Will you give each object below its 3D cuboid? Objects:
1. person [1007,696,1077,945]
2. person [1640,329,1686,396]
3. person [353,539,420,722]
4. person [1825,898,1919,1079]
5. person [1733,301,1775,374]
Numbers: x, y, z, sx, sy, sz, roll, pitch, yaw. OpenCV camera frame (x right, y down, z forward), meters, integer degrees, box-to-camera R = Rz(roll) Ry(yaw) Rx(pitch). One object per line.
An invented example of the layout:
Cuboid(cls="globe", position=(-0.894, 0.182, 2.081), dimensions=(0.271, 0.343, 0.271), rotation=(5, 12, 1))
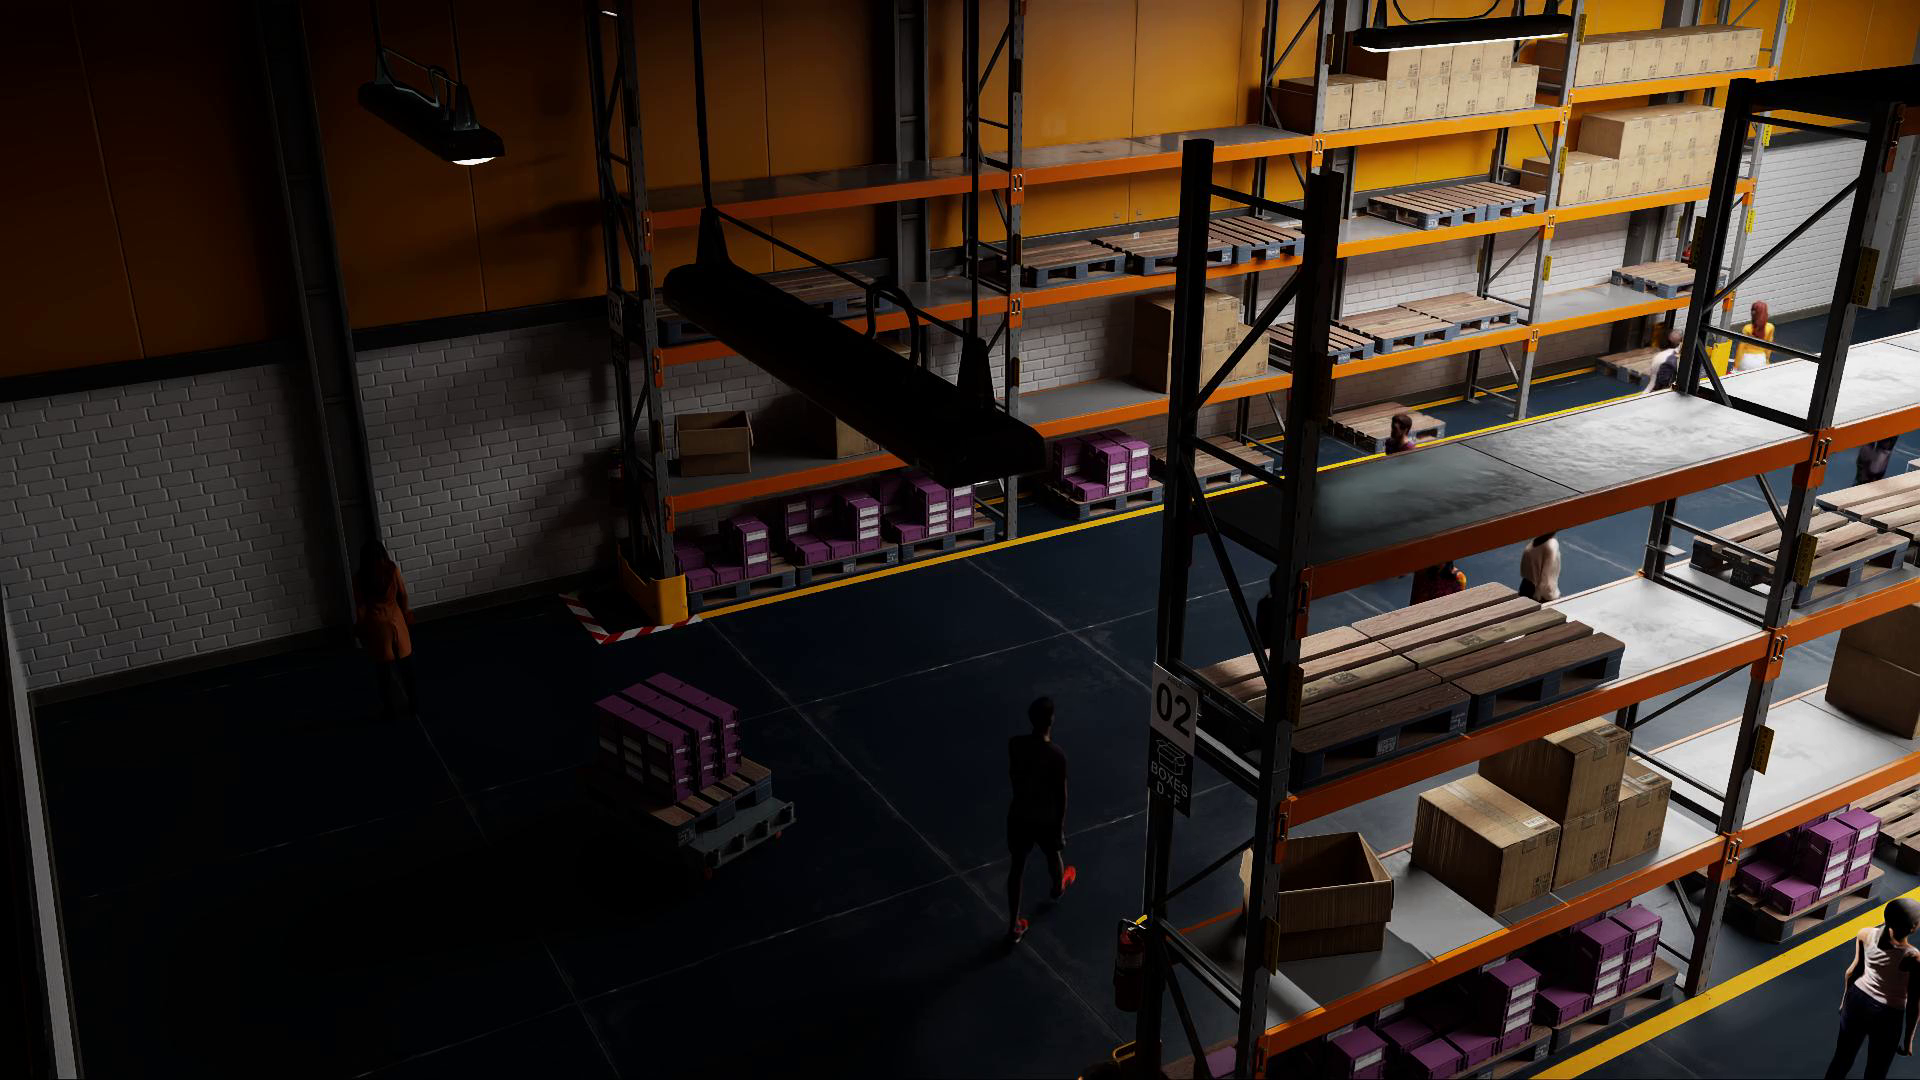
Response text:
Cuboid(cls="person", position=(0.481, 2.004, 11.700), dimensions=(1.068, 1.806, 1.240), rotation=(11, 26, 24))
Cuboid(cls="person", position=(8.193, -1.581, 19.878), dimensions=(1.246, 1.827, 1.100), rotation=(5, 24, 12))
Cuboid(cls="person", position=(-5.044, 0.782, 14.604), dimensions=(0.504, 1.719, 0.724), rotation=(-13, 27, -28))
Cuboid(cls="person", position=(5.431, 2.851, 9.895), dimensions=(0.509, 1.701, 0.592), rotation=(-13, 27, -27))
Cuboid(cls="person", position=(10.213, -2.187, 21.374), dimensions=(0.768, 1.738, 0.822), rotation=(0, 24, 1))
